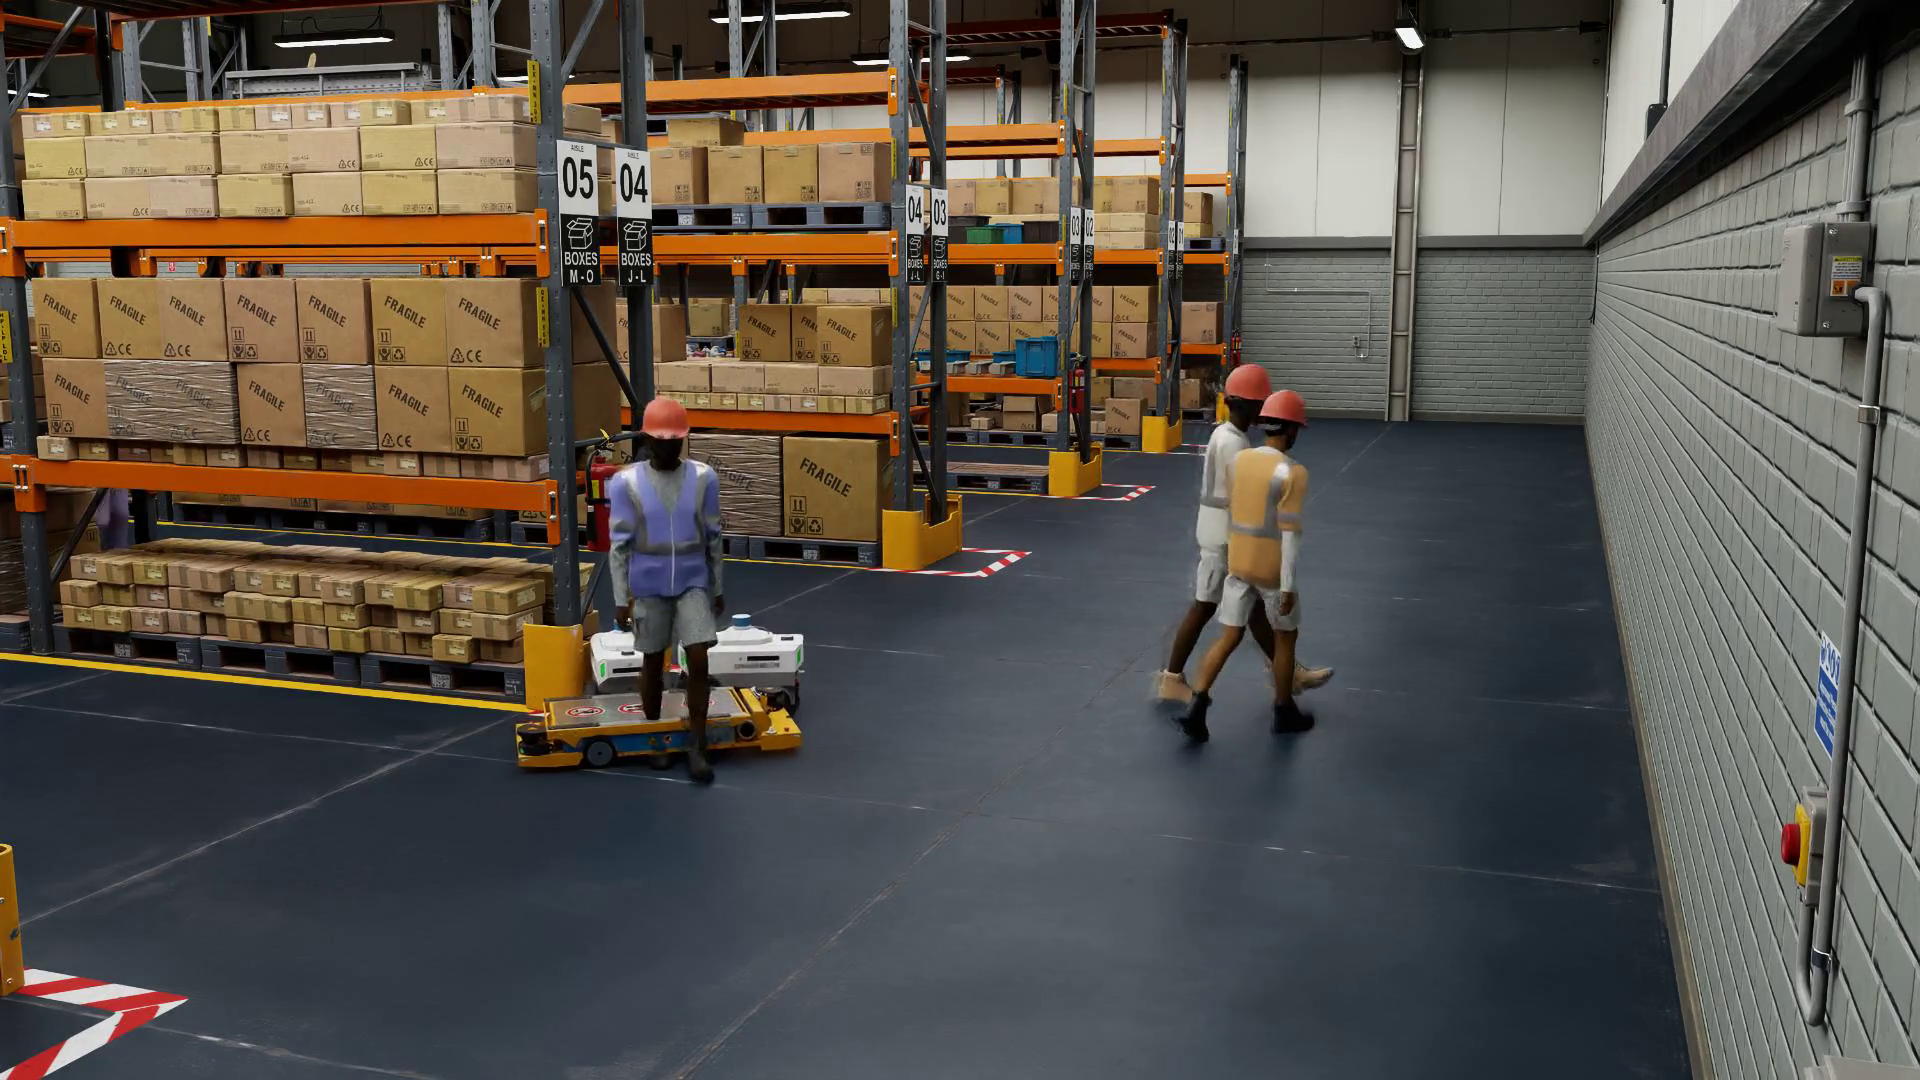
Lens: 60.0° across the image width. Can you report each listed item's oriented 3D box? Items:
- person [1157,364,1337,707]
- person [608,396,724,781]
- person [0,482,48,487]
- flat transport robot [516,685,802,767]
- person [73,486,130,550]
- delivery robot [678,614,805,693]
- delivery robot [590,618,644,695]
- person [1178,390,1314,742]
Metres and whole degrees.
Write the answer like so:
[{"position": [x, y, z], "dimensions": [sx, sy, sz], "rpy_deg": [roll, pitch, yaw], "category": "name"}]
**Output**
[{"position": [1.642, -0.002, 9.499], "dimensions": [1.045, 1.977, 0.629], "rpy_deg": [2, 9, 11], "category": "person"}, {"position": [-1.417, 0.249, 8.170], "dimensions": [0.572, 1.908, 0.783], "rpy_deg": [-3, 10, -18], "category": "person"}, {"position": [-7.678, -0.558, 13.480], "dimensions": [0.450, 1.827, 0.518], "rpy_deg": [4, 10, 24], "category": "person"}, {"position": [-1.601, 0.969, 8.777], "dimensions": [1.431, 0.197, 0.652], "rpy_deg": [-3, 9, -16], "category": "flat transport robot"}, {"position": [-6.927, -0.556, 13.278], "dimensions": [0.581, 1.887, 0.645], "rpy_deg": [2, 9, 10], "category": "person"}, {"position": [-1.240, 0.668, 9.482], "dimensions": [0.707, 0.478, 0.477], "rpy_deg": [-1, 9, -5], "category": "delivery robot"}, {"position": [-1.895, 0.684, 9.383], "dimensions": [0.477, 0.478, 0.707], "rpy_deg": [-3, 10, -16], "category": "delivery robot"}, {"position": [1.572, 0.147, 8.866], "dimensions": [0.865, 1.898, 0.589], "rpy_deg": [-7, 12, -39], "category": "person"}]
